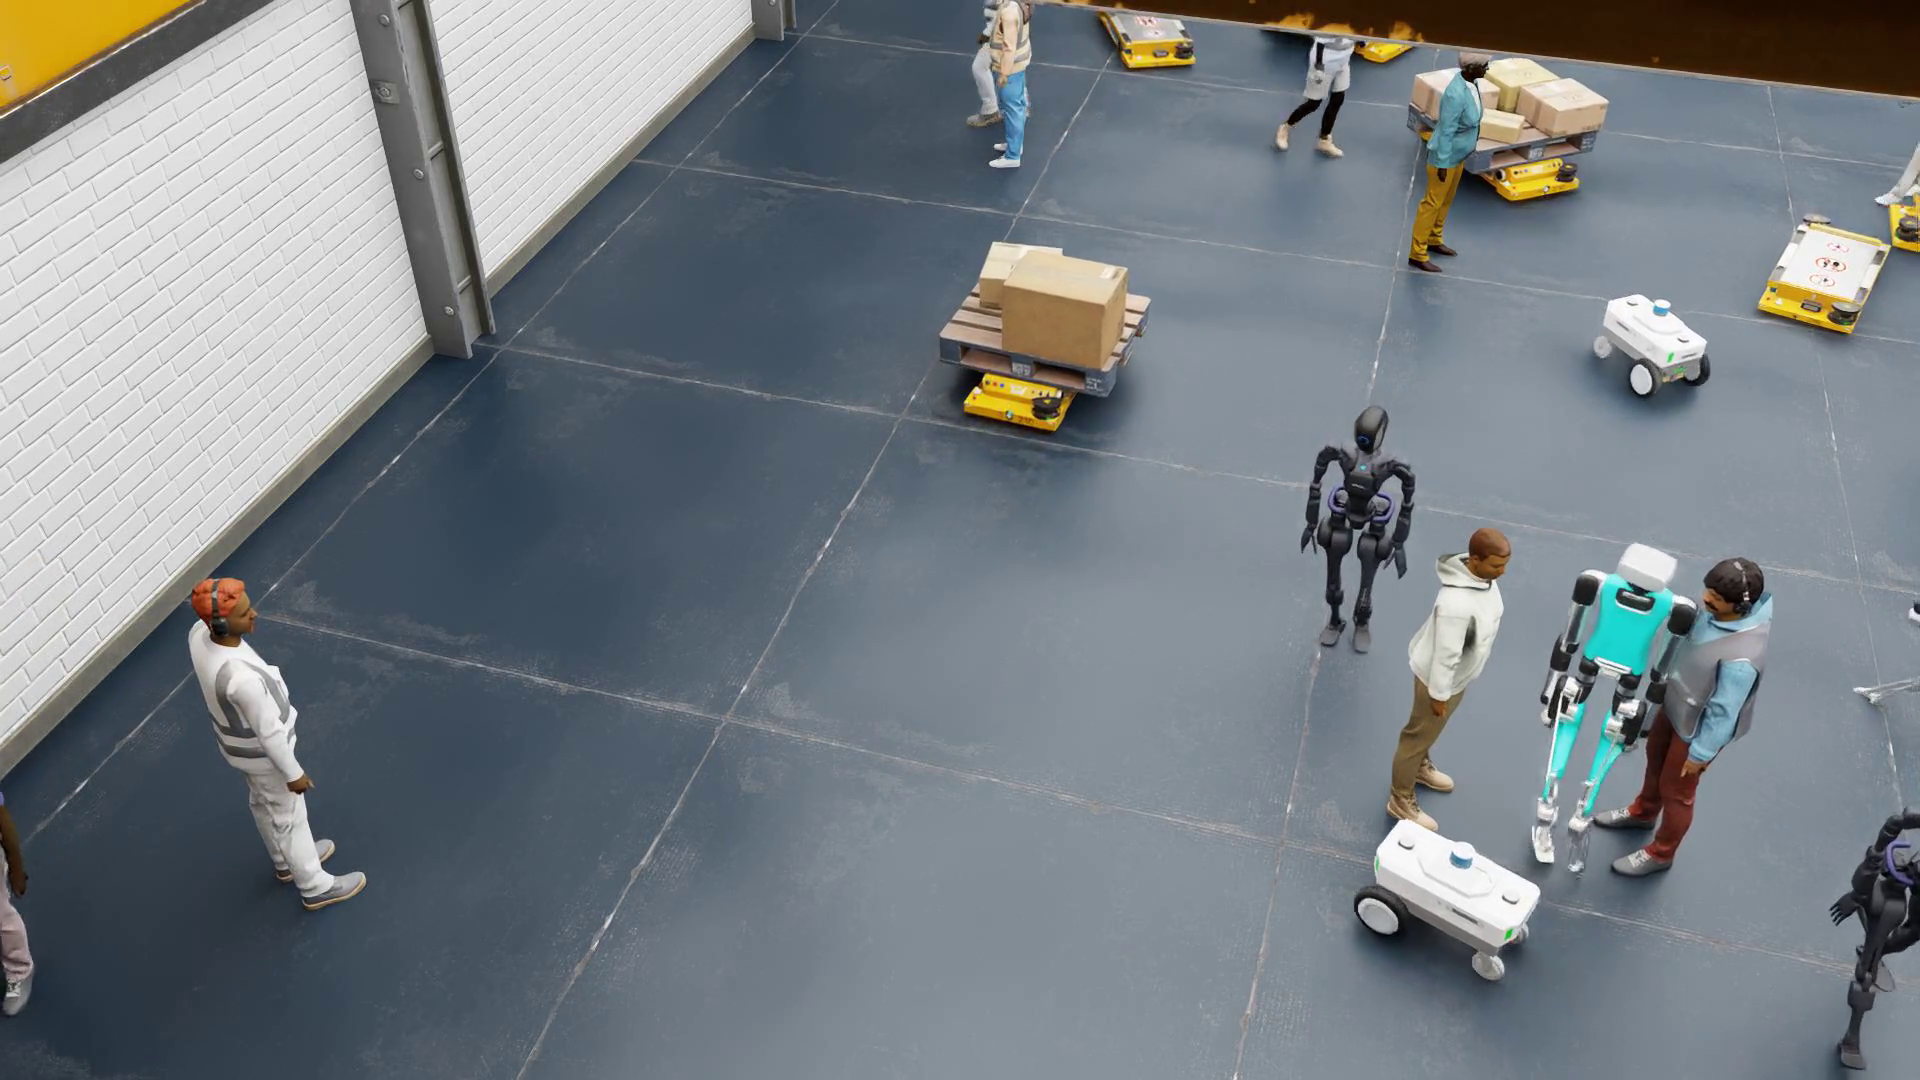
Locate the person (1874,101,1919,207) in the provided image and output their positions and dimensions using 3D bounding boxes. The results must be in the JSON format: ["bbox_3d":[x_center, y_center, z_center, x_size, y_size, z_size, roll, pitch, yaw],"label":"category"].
[{"bbox_3d":[7.709,-3.422,13.184,0.681,1.615,0.520,-8,40,-10],"label":"person"}]

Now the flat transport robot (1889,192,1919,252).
[{"bbox_3d":[8.054,-2.377,12.961,1.431,0.231,0.659,14,41,16],"label":"flat transport robot"}]

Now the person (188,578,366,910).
[{"bbox_3d":[-3.156,0.930,7.561,0.362,1.883,0.574,-29,47,-31],"label":"person"}]

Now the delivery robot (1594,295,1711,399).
[{"bbox_3d":[4.777,-1.376,11.474,0.499,0.577,0.769,-14,41,-17],"label":"delivery robot"}]

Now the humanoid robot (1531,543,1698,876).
[{"bbox_3d":[2.918,0.909,7.722,0.530,1.790,0.775,18,42,21],"label":"humanoid robot"}]

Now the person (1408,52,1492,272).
[{"bbox_3d":[3.655,-2.849,12.371,0.343,1.750,0.527,22,44,25],"label":"person"}]

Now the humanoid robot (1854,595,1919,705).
[{"bbox_3d":[5.274,0.356,8.409,0.955,1.770,0.541,30,48,32],"label":"humanoid robot"}]

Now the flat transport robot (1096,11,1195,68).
[{"bbox_3d":[1.793,-4.961,16.175,0.659,0.231,1.431,-5,39,-7],"label":"flat transport robot"}]

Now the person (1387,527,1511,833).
[{"bbox_3d":[2.334,0.634,8.021,0.378,1.765,0.520,20,43,23],"label":"person"}]

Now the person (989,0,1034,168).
[{"bbox_3d":[0.426,-3.922,13.718,0.364,1.730,0.485,7,39,9],"label":"person"}]

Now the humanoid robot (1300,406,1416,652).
[{"bbox_3d":[2.139,-0.054,8.948,0.592,1.642,0.371,15,41,17],"label":"humanoid robot"}]

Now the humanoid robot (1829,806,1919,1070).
[{"bbox_3d":[4.069,1.526,7.019,0.609,1.616,0.806,7,39,9],"label":"humanoid robot"}]

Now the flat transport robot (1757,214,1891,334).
[{"bbox_3d":[6.524,-2.014,12.510,0.659,0.231,1.431,23,44,25],"label":"flat transport robot"}]

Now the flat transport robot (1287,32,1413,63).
[{"bbox_3d":[3.710,-5.029,16.260,1.431,0.231,0.659,31,48,32],"label":"flat transport robot"}]

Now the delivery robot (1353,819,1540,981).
[{"bbox_3d":[2.268,1.637,7.755,0.807,0.613,0.499,26,46,29],"label":"delivery robot"}]

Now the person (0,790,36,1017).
[{"bbox_3d":[-4.251,1.368,7.060,0.605,1.816,0.461,-6,39,-7],"label":"person"}]

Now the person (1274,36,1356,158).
[{"bbox_3d":[3.032,-4.022,13.882,0.543,1.670,0.567,-30,48,-32],"label":"person"}]

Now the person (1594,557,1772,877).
[{"bbox_3d":[3.407,0.821,7.706,0.415,1.870,0.545,1,39,1],"label":"person"}]

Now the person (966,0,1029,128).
[{"bbox_3d":[0.332,-4.403,14.229,0.703,1.841,0.592,-9,40,-11],"label":"person"}]

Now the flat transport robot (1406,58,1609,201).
[{"bbox_3d":[4.544,-3.307,14.117,0.659,0.231,1.431,-14,41,-16],"label":"flat transport robot"}]

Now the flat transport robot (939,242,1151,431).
[{"bbox_3d":[0.585,-1.266,11.579,0.659,0.231,1.431,14,41,17],"label":"flat transport robot"}]
